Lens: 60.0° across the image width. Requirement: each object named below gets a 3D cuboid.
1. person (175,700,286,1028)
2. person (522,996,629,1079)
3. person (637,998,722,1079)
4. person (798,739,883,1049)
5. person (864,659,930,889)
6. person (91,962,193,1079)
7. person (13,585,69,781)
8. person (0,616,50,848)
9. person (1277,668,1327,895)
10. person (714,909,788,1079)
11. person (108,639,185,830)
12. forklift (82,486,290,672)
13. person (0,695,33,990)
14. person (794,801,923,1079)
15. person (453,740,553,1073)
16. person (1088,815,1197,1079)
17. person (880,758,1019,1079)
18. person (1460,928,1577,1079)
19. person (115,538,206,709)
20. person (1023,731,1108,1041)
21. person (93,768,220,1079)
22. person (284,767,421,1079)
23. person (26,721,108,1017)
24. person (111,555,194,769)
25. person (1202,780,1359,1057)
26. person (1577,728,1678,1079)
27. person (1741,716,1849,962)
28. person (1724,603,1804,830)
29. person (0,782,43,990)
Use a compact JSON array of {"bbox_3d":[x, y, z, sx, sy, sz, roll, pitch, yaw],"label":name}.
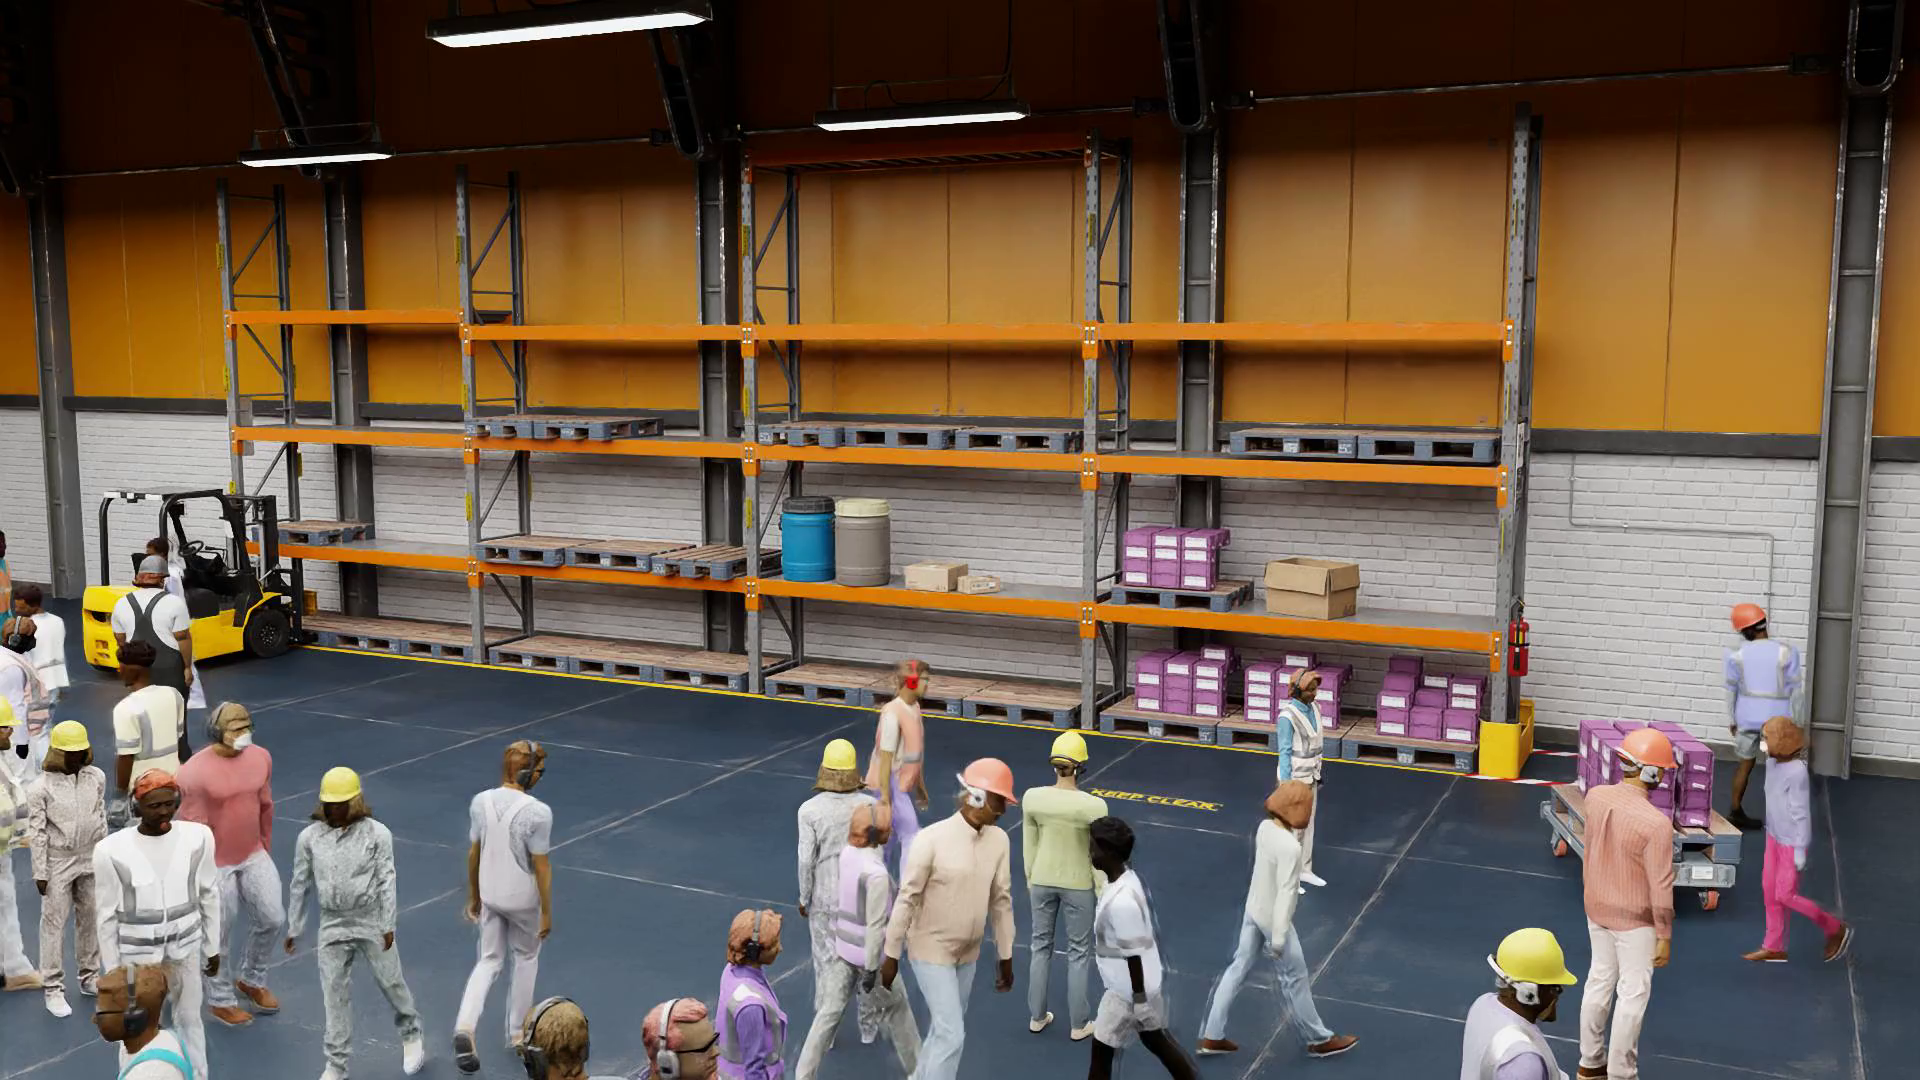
[{"bbox_3d":[-4.190,1.870,9.582,0.461,1.921,0.641,4,8,31],"label":"person"},{"bbox_3d":[-1.239,2.393,5.273,0.380,1.928,0.636,4,8,30],"label":"person"},{"bbox_3d":[-0.871,2.394,5.314,0.409,1.913,0.642,2,7,17],"label":"person"},{"bbox_3d":[-0.676,1.983,9.389,0.492,1.742,0.320,-2,7,-15],"label":"person"},{"bbox_3d":[-0.381,1.718,11.325,0.689,1.802,0.605,1,7,5],"label":"person"},{"bbox_3d":[-2.868,2.378,5.950,0.995,1.802,0.513,-3,8,-24],"label":"person"},{"bbox_3d":[-8.081,1.303,14.543,0.712,1.870,0.662,1,7,4],"label":"person"},{"bbox_3d":[-7.364,1.501,13.039,0.429,1.830,0.635,-4,8,-30],"label":"person"},{"bbox_3d":[2.446,1.726,11.985,0.320,1.631,0.525,6,9,39],"label":"person"},{"bbox_3d":[-0.875,2.334,6.958,0.320,1.631,0.525,-2,7,-13],"label":"person"},{"bbox_3d":[-5.513,1.645,11.290,0.375,1.962,0.644,2,7,12],"label":"person"},{"bbox_3d":[-9.426,0.454,20.179,1.214,2.155,2.313,3,8,26],"label":"forklift"},{"bbox_3d":[-5.926,1.848,10.201,0.403,1.818,0.603,-4,8,-27],"label":"person"},{"bbox_3d":[-0.500,2.144,8.696,0.882,1.592,0.503,-4,8,-30],"label":"person"},{"bbox_3d":[-2.497,1.999,9.088,0.560,1.801,0.789,2,7,18],"label":"person"},{"bbox_3d":[0.877,2.174,8.193,0.838,1.651,0.535,1,7,9],"label":"person"},{"bbox_3d":[-0.008,2.037,8.146,0.677,1.932,0.688,6,9,43],"label":"person"},{"bbox_3d":[2.063,2.329,6.180,0.404,1.827,0.600,0,7,3],"label":"person"},{"bbox_3d":[-8.521,0.916,17.640,0.954,1.872,0.617,-4,8,-31],"label":"person"},{"bbox_3d":[0.605,1.963,9.501,0.519,1.757,0.337,3,7,21],"label":"person"},{"bbox_3d":[-3.983,2.054,8.296,0.568,1.877,0.353,-6,9,-39],"label":"person"},{"bbox_3d":[-3.264,2.045,8.889,0.647,1.746,0.470,-1,7,-6],"label":"person"},{"bbox_3d":[-5.258,1.925,9.881,0.319,1.741,0.492,3,8,27],"label":"person"},{"bbox_3d":[-7.318,1.131,15.215,0.676,2.000,0.536,0,7,1],"label":"person"},{"bbox_3d":[1.751,2.090,9.161,0.877,1.576,0.571,-1,7,-12],"label":"person"},{"bbox_3d":[3.497,1.954,8.687,0.411,1.980,0.626,-2,7,-18],"label":"person"},{"bbox_3d":[5.292,1.912,10.494,0.519,1.613,0.522,0,7,3],"label":"person"},{"bbox_3d":[6.424,1.441,13.304,0.589,1.880,0.451,5,8,35],"label":"person"},{"bbox_3d":[-5.922,1.872,10.001,0.715,1.820,0.660,-1,7,-11],"label":"person"}]
